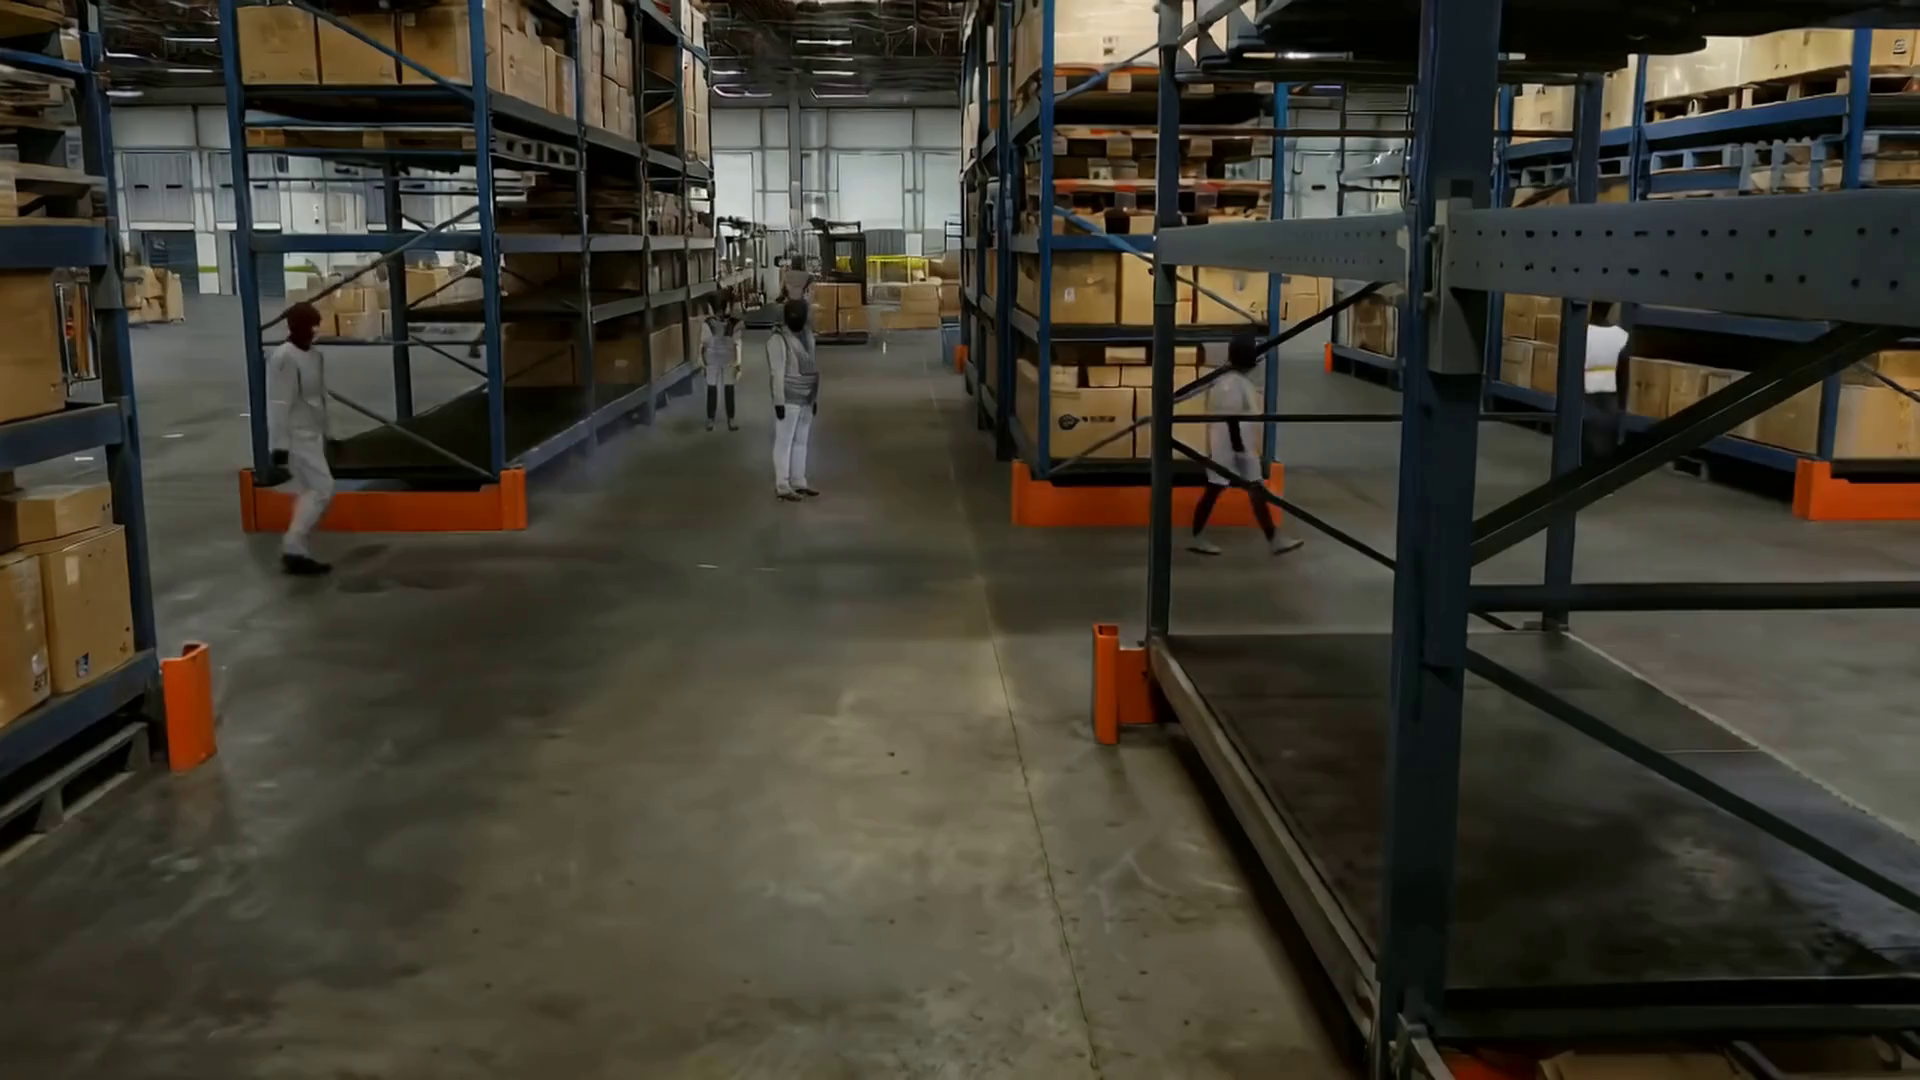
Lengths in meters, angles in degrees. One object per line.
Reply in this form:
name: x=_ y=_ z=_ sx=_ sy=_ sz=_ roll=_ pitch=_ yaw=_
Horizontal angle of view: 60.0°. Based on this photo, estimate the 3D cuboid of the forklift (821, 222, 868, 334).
forklift: x=-2.843 y=-6.403 z=40.793 sx=1.129 sy=2.768 sz=1.873 roll=0 pitch=10 yaw=-2

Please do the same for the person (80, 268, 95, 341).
person: x=-20.308 y=-5.496 z=38.951 sx=0.866 sy=1.731 sz=0.533 roll=3 pitch=10 yaw=14

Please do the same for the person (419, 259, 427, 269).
person: x=-20.269 y=-9.760 z=62.787 sx=0.319 sy=1.699 sz=0.532 roll=0 pitch=10 yaw=3

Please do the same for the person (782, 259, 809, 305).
person: x=-4.214 y=-6.225 z=42.504 sx=0.639 sy=1.907 sz=1.034 roll=1 pitch=10 yaw=6

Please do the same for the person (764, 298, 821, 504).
person: x=-1.484 y=-1.255 z=15.029 sx=0.429 sy=1.838 sz=0.621 roll=5 pitch=11 yaw=27

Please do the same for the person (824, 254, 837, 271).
person: x=-4.218 y=-8.448 z=54.835 sx=0.370 sy=1.929 sz=0.585 roll=7 pitch=12 yaw=35

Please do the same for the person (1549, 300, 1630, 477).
person: x=5.960 y=-1.394 z=15.712 sx=0.610 sy=1.866 sz=0.998 roll=-3 pitch=11 yaw=-15

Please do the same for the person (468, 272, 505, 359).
person: x=-9.436 y=-4.573 z=33.353 sx=0.949 sy=1.904 sz=0.559 roll=-1 pitch=10 yaw=-3

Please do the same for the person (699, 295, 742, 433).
person: x=-2.945 y=-2.173 z=20.526 sx=0.534 sy=1.697 sz=0.318 roll=-4 pitch=11 yaw=-19

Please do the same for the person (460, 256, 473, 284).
person: x=-17.263 y=-9.061 z=58.542 sx=0.630 sy=1.821 sz=0.657 roll=0 pitch=10 yaw=0

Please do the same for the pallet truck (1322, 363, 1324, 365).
pallet truck: x=7.712 y=-4.157 z=30.737 sx=1.885 sy=1.965 sz=0.823 roll=3 pitch=11 yaw=16

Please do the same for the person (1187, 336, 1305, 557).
person: x=2.097 y=-0.678 z=12.298 sx=0.887 sy=1.645 sz=0.548 roll=5 pitch=11 yaw=26

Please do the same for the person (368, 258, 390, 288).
person: x=-16.768 y=-7.228 z=48.217 sx=1.078 sy=1.880 sz=0.651 roll=4 pitch=11 yaw=19

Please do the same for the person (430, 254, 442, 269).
person: x=-17.041 y=-8.334 z=54.205 sx=0.369 sy=1.932 sz=0.623 roll=-8 pitch=13 yaw=-38

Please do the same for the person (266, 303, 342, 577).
person: x=-4.589 y=-0.689 z=11.629 sx=0.486 sy=1.919 sz=0.646 roll=-1 pitch=10 yaw=-3

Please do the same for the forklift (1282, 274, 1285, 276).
forklift: x=12.240 y=-10.302 z=62.509 sx=1.129 sy=2.768 sz=1.873 roll=0 pitch=10 yaw=-2

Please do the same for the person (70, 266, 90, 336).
person: x=-21.811 y=-5.971 z=41.241 sx=0.524 sy=1.851 sz=0.563 roll=-6 pitch=12 yaw=-31
